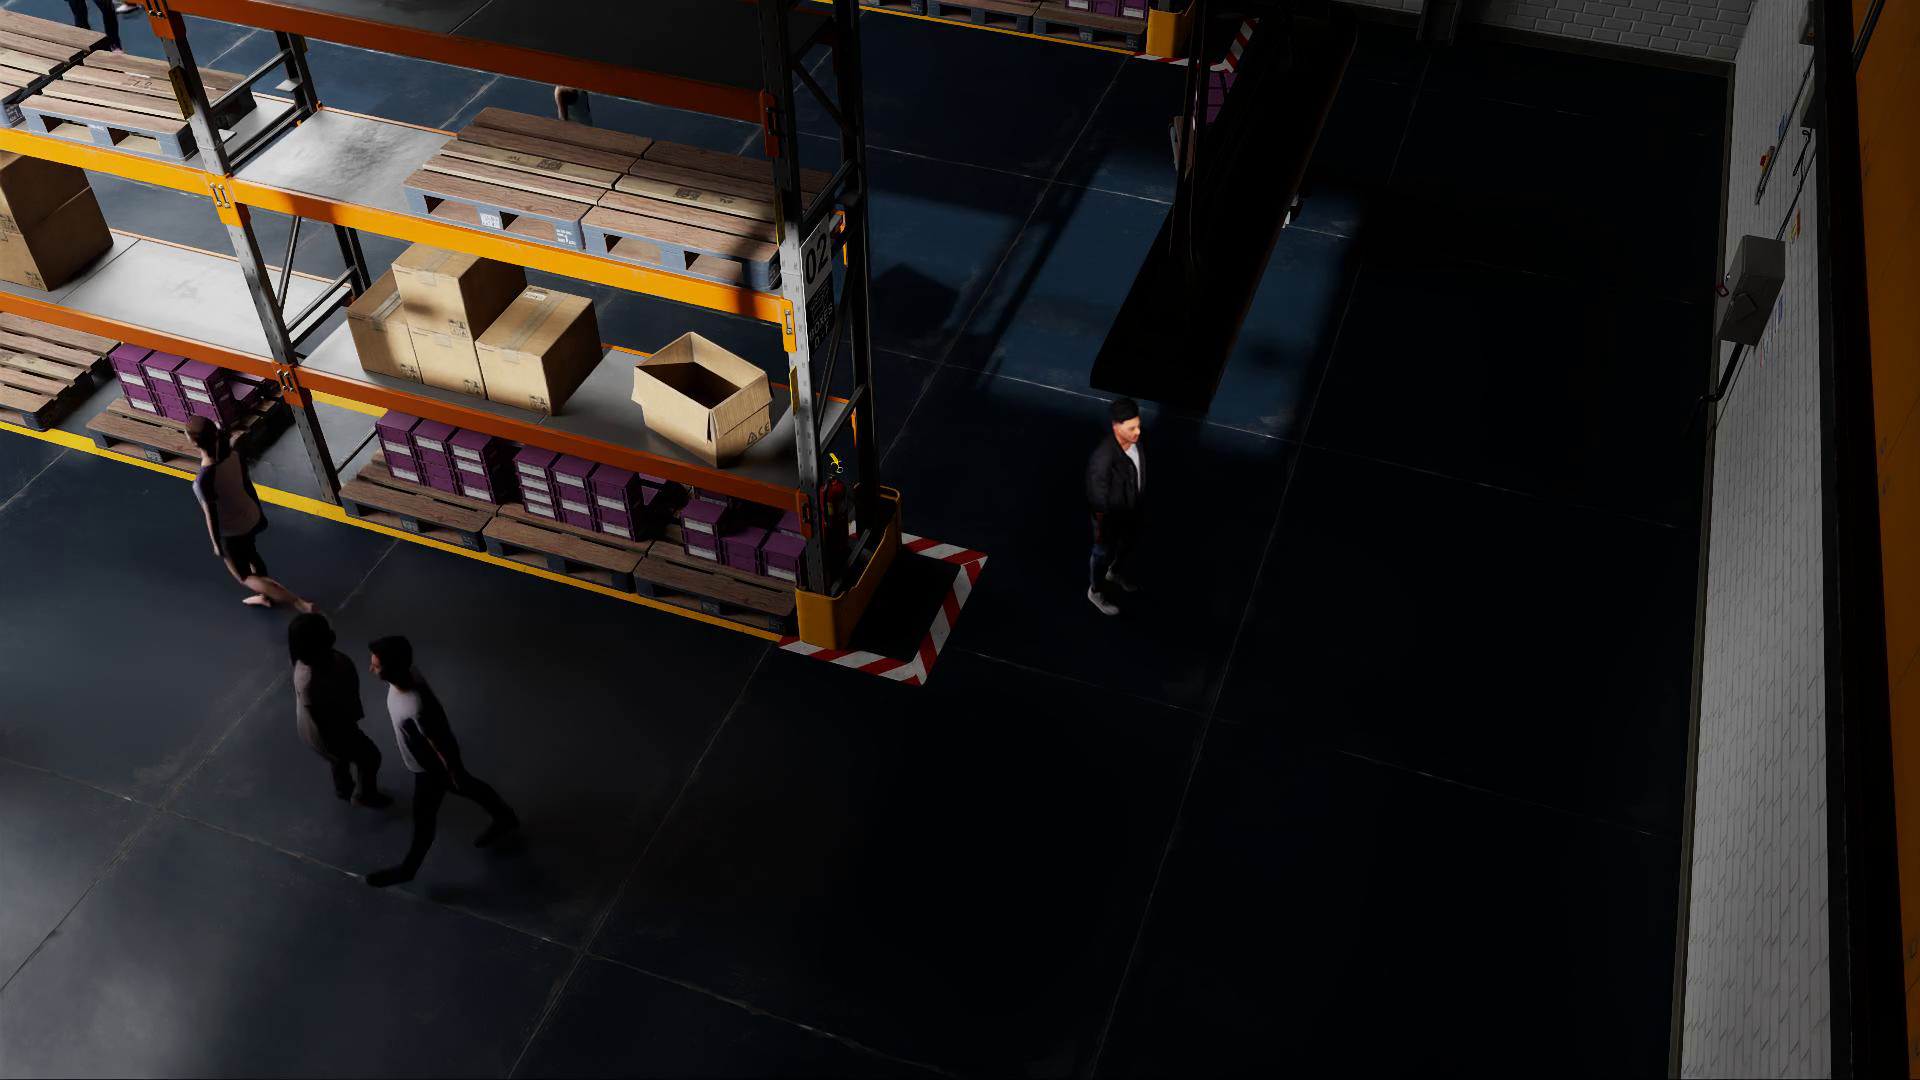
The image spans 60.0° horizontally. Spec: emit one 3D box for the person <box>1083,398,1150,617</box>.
[{"bbox_3d":[1.024,-0.264,11.154,0.723,1.805,0.778,28,50,26],"label":"person"}]

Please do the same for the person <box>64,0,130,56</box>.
[{"bbox_3d":[-9.006,-5.746,16.890,0.867,1.830,0.834,33,52,30],"label":"person"}]

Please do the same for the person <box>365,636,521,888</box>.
[{"bbox_3d":[-2.945,1.216,9.594,1.206,1.814,1.200,-23,48,-23],"label":"person"}]

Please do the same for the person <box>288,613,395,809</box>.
[{"bbox_3d":[-3.831,1.058,9.919,0.846,1.593,0.793,-14,45,-14],"label":"person"}]

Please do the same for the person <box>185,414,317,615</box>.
[{"bbox_3d":[-4.713,-0.078,11.000,0.953,1.747,0.619,11,45,12],"label":"person"}]
